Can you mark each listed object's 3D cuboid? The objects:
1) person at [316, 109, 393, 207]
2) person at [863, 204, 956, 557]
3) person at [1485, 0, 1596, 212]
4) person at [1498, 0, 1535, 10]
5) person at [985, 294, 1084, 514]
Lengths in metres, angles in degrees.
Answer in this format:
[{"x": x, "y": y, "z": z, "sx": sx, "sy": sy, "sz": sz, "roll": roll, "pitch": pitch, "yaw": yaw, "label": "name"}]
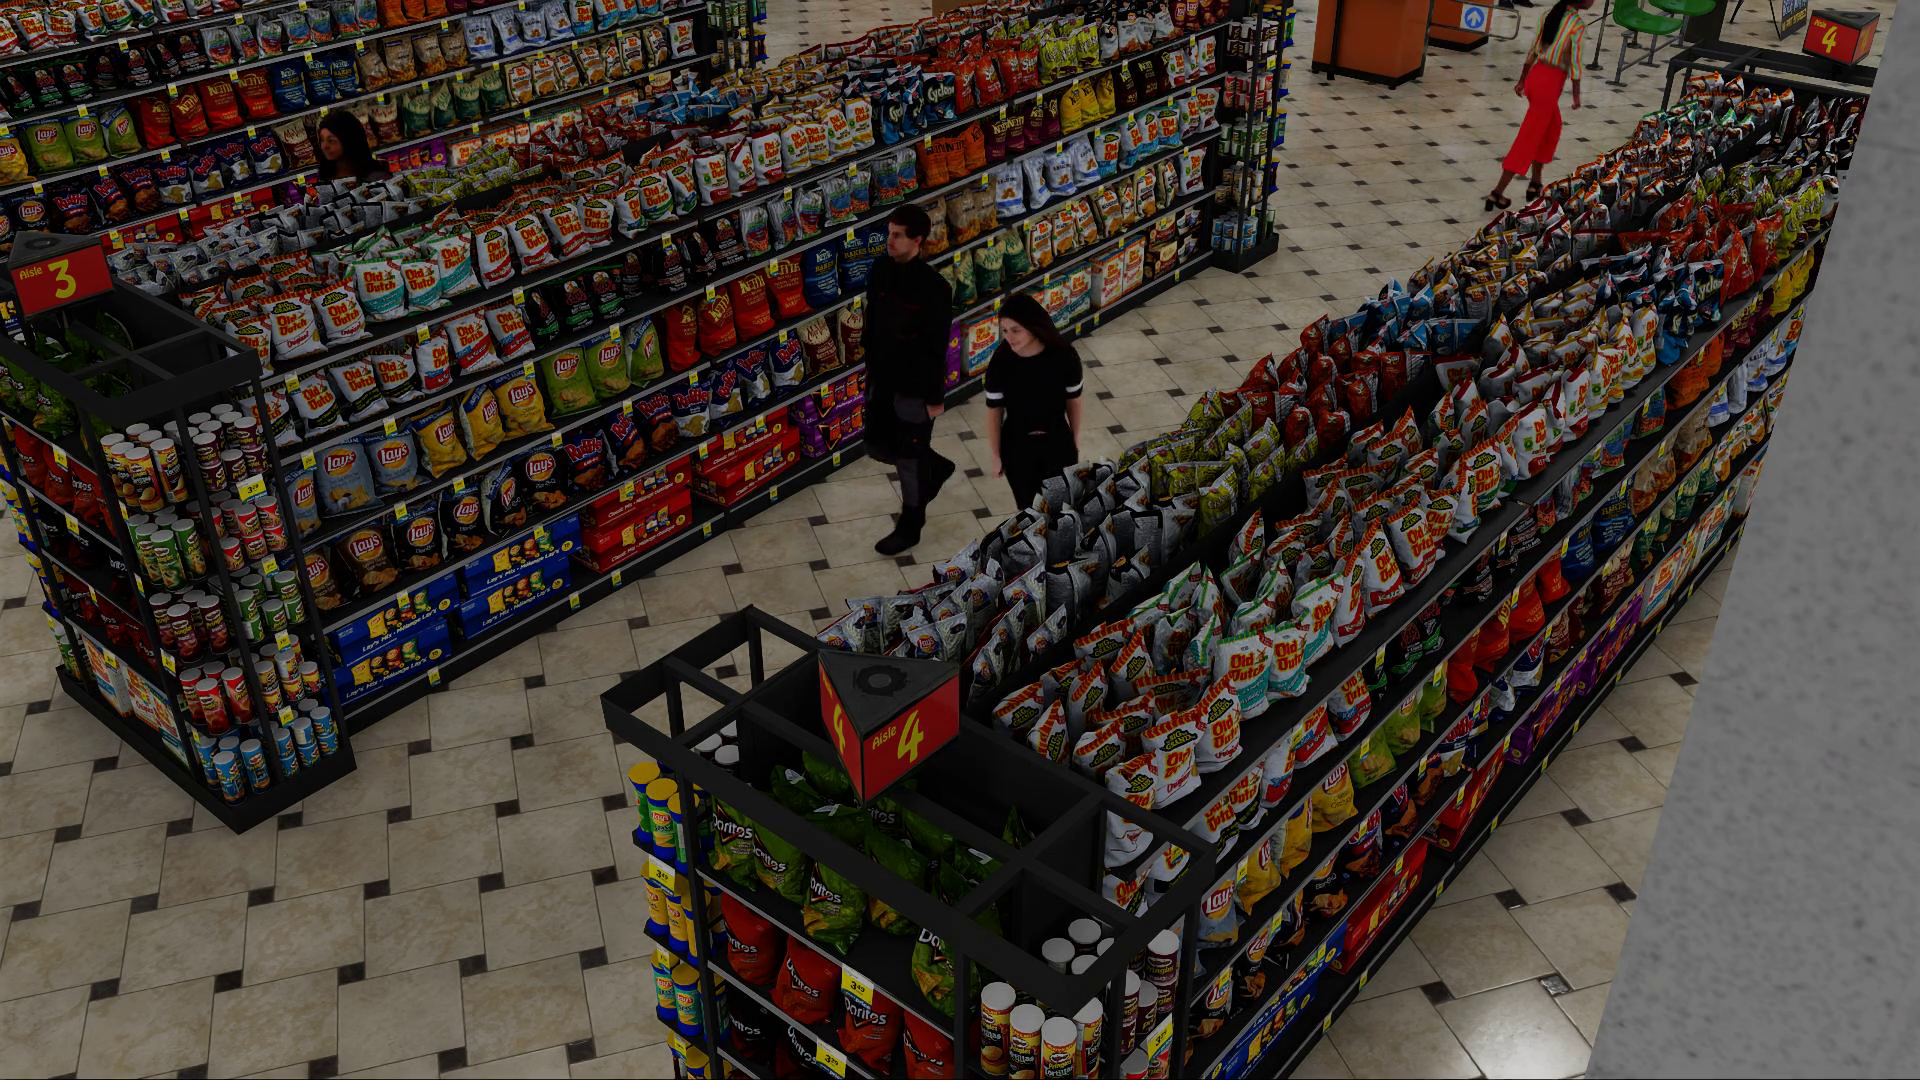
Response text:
[{"x": -3.342, "y": -1.578, "z": 9.560, "sx": 0.855, "sy": 1.816, "sz": 1.157, "roll": 12, "pitch": 34, "yaw": 19, "label": "person"}, {"x": -0.210, "y": -0.820, "z": 8.331, "sx": 0.919, "sy": 1.828, "sz": 0.802, "roll": -25, "pitch": 39, "yaw": -34, "label": "person"}, {"x": 4.251, "y": -3.260, "z": 12.336, "sx": 0.969, "sy": 1.739, "sz": 0.824, "roll": -18, "pitch": 36, "yaw": -26, "label": "person"}, {"x": 6.031, "y": -6.582, "z": 17.598, "sx": 0.672, "sy": 1.819, "sz": 0.805, "roll": -11, "pitch": 34, "yaw": -17, "label": "person"}, {"x": 0.381, "y": -0.461, "z": 7.969, "sx": 0.765, "sy": 1.600, "sz": 0.814, "roll": -7, "pitch": 32, "yaw": -10, "label": "person"}]
